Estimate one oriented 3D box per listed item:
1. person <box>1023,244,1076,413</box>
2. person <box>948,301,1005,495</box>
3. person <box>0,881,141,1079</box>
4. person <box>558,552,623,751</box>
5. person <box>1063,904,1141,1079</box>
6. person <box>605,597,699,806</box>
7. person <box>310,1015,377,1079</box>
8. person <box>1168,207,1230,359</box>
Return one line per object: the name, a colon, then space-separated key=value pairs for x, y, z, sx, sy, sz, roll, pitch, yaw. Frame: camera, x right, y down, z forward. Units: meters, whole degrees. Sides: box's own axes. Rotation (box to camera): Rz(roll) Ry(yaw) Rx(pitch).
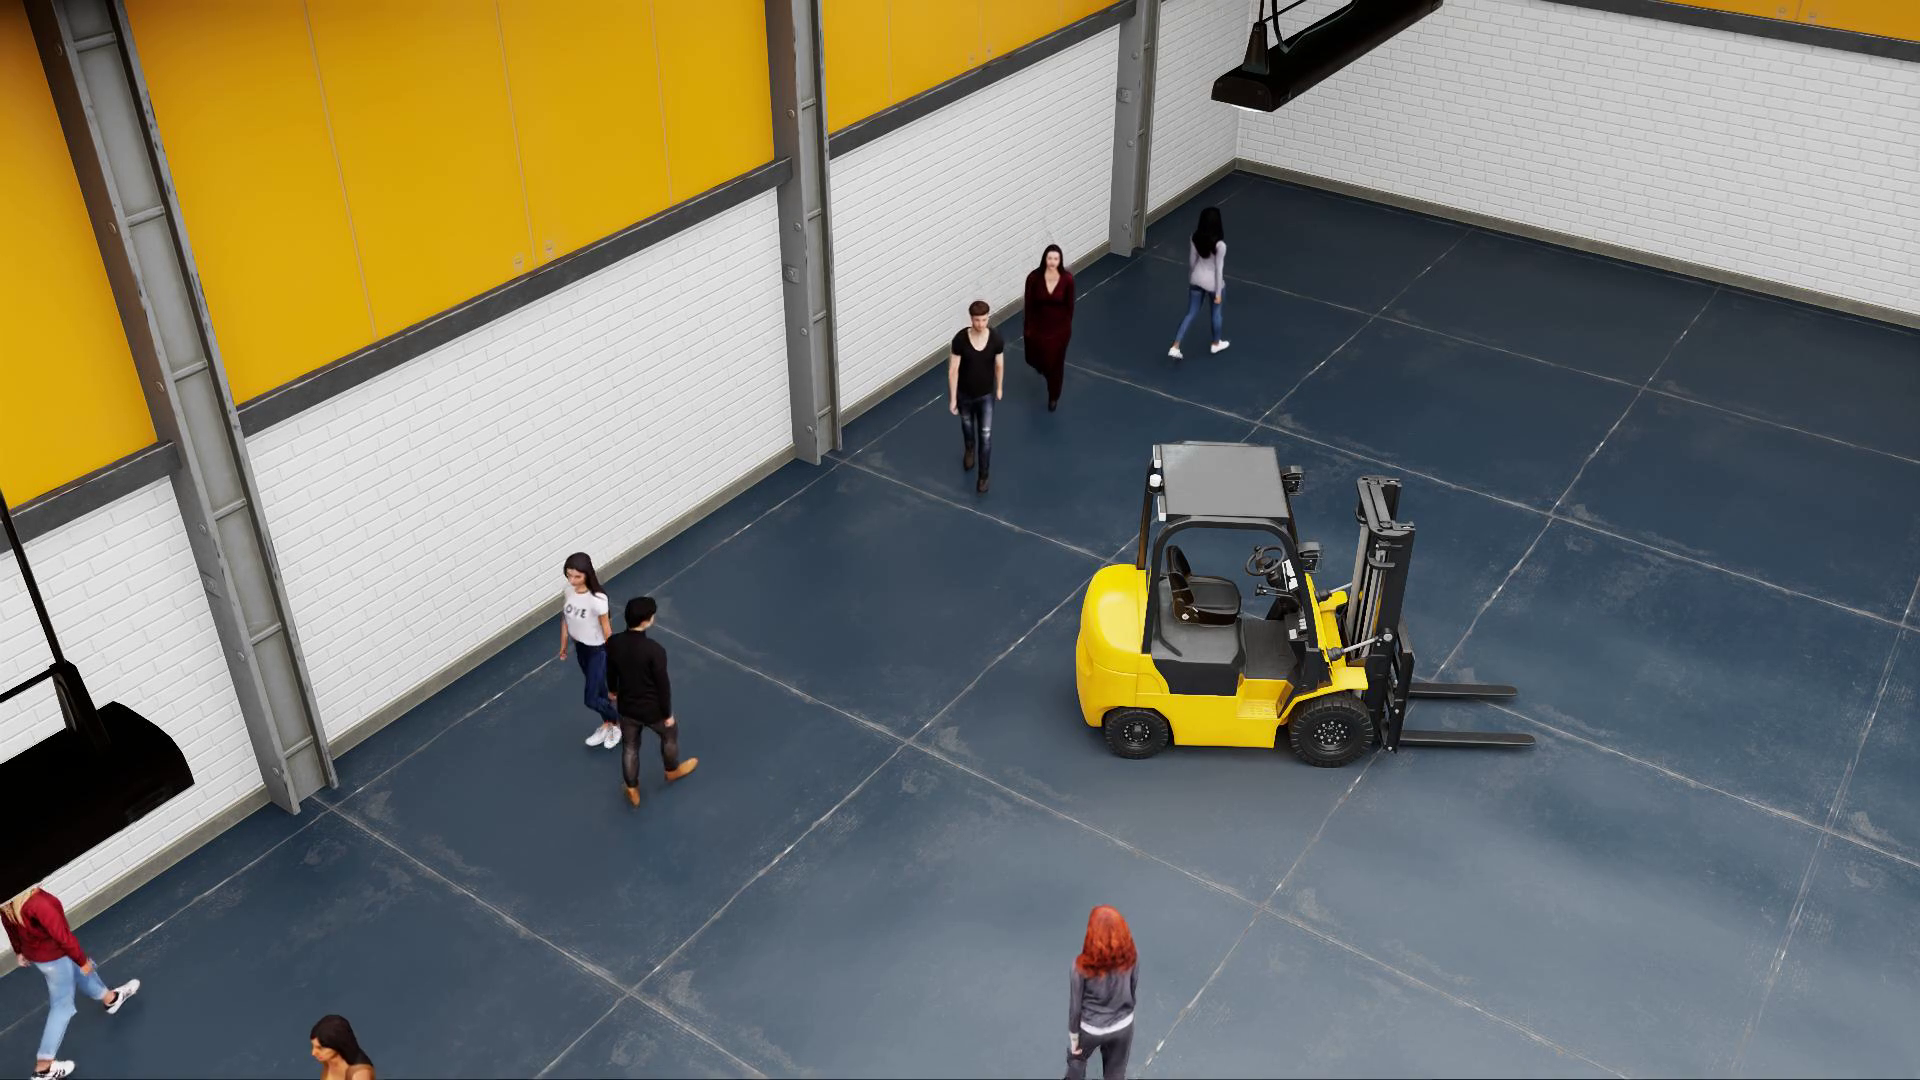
person: x=0.881 y=-2.183 z=16.771 sx=0.924 sy=1.738 sz=1.053 roll=2 pitch=34 yaw=4
person: x=0.132 y=-1.416 z=15.524 sx=1.119 sy=1.841 sz=1.308 roll=1 pitch=34 yaw=1
person: x=-5.432 y=2.508 z=9.841 sx=0.738 sy=1.595 sz=1.135 roll=15 pitch=37 yaw=22
person: x=-2.628 y=0.789 z=12.269 sx=0.635 sy=1.770 sz=0.667 roll=-25 pitch=41 yaw=-32
person: x=0.829 y=2.792 z=9.277 sx=0.826 sy=1.748 sz=0.885 roll=-5 pitch=34 yaw=-8
person: x=-2.268 y=1.180 z=11.741 sx=0.848 sy=1.704 sz=0.887 roll=7 pitch=34 yaw=11
person: x=-3.102 y=3.105 z=8.895 sx=0.605 sy=1.649 sz=1.082 roll=18 pitch=38 yaw=25
person: x=2.523 y=-2.656 z=17.511 sx=0.755 sy=1.707 sz=1.116 roll=29 pitch=43 yaw=36
